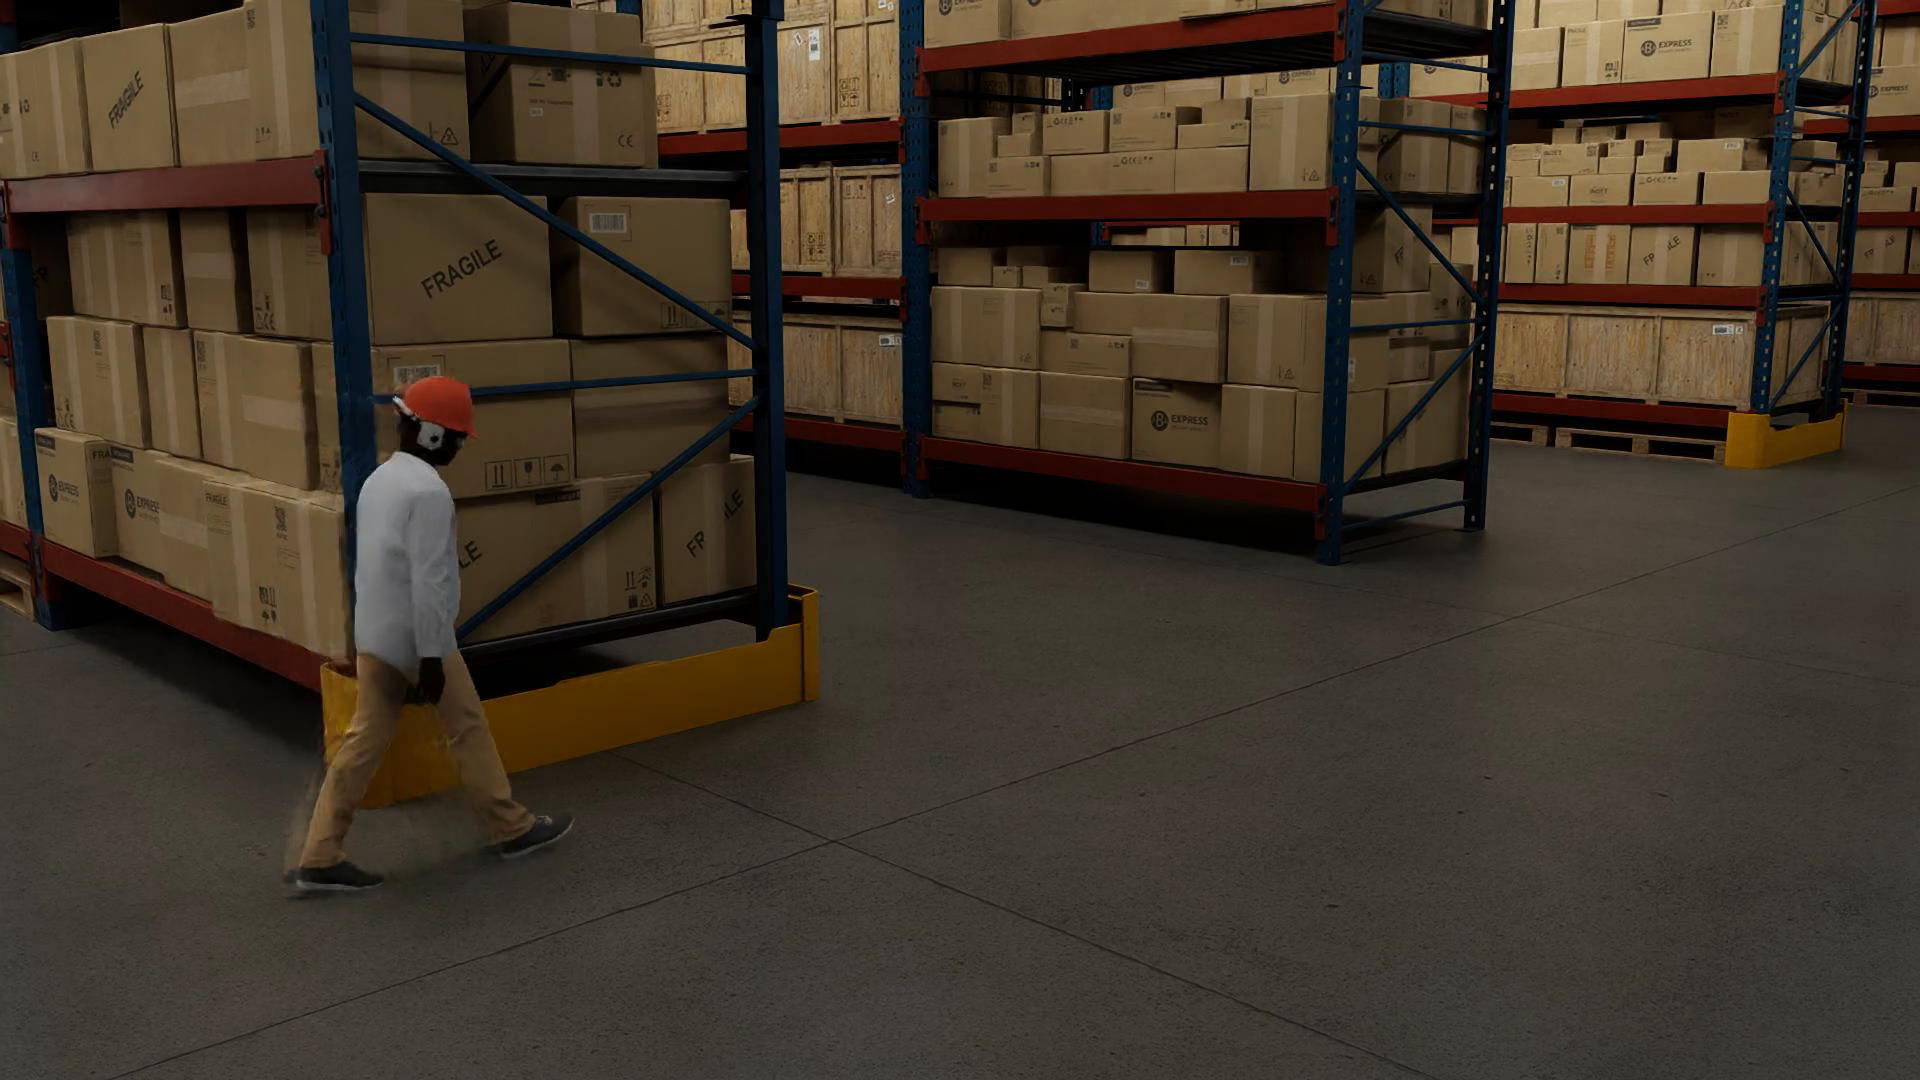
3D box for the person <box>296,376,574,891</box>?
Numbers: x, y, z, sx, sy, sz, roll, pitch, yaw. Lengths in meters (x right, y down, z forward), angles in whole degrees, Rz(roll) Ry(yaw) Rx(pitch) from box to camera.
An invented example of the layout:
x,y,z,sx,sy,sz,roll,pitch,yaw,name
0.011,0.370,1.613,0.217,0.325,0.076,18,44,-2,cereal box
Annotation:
x,y,z,sx,sy,sz,roll,pitch,yaw,name
-1.781,0.307,5.479,0.934,1.676,0.609,-9,14,-41,person
